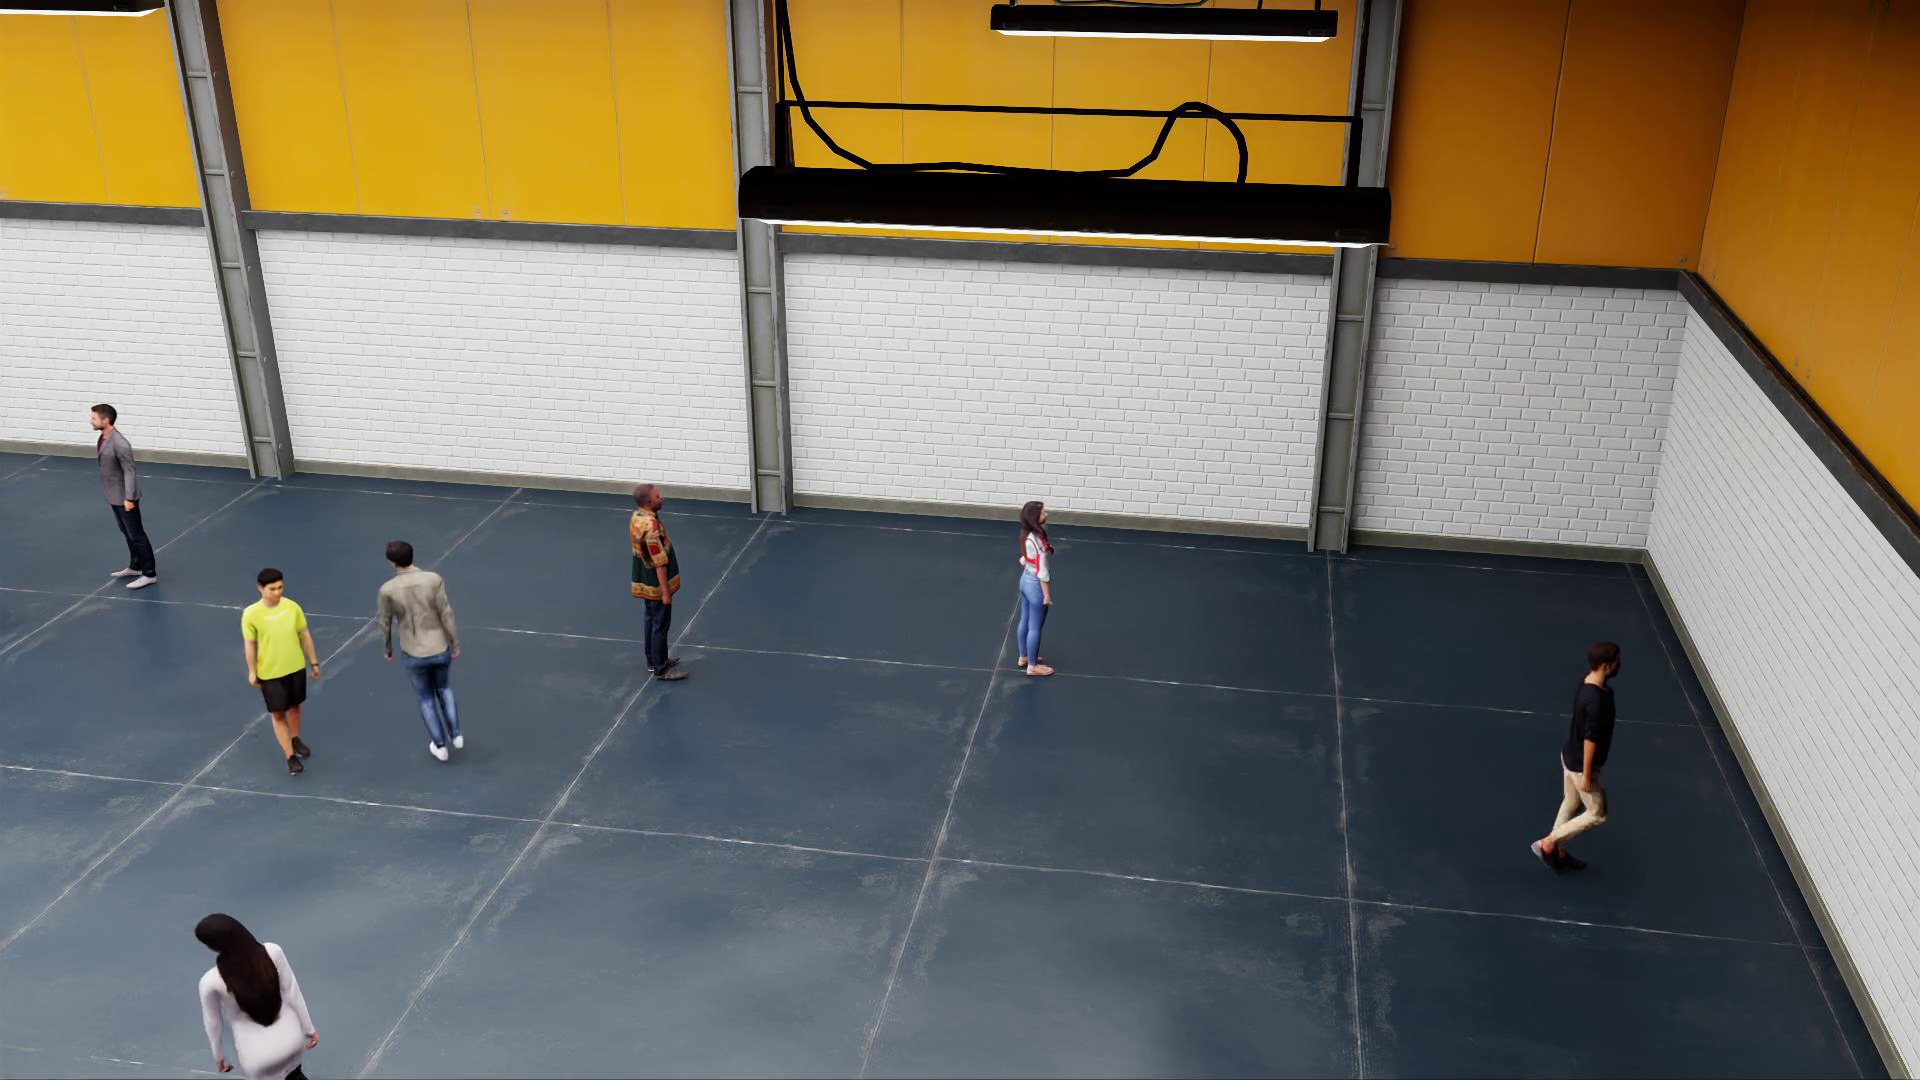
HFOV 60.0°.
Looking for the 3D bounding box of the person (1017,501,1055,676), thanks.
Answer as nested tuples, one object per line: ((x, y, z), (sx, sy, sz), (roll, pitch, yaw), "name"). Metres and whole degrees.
((0.652, 0.405, 14.624), (0.670, 1.614, 0.665), (-8, 25, -17), "person")

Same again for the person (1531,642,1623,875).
((4.296, 1.555, 11.707), (0.678, 1.844, 0.662), (5, 24, 11), "person")

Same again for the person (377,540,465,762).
((-4.218, 0.912, 13.196), (0.833, 1.829, 0.911), (-7, 25, -16), "person")

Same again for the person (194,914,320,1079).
((-3.699, 2.771, 9.019), (0.773, 1.768, 0.799), (-15, 28, -31), "person")

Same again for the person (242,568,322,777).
((-5.425, 0.978, 13.218), (0.931, 1.692, 1.013), (-19, 30, -36), "person")

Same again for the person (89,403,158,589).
((-8.195, -0.456, 16.268), (0.842, 1.874, 0.748), (-21, 31, -40), "person")

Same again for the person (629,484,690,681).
((-2.663, 0.355, 14.499), (0.851, 1.806, 0.820), (-10, 26, -22), "person")
